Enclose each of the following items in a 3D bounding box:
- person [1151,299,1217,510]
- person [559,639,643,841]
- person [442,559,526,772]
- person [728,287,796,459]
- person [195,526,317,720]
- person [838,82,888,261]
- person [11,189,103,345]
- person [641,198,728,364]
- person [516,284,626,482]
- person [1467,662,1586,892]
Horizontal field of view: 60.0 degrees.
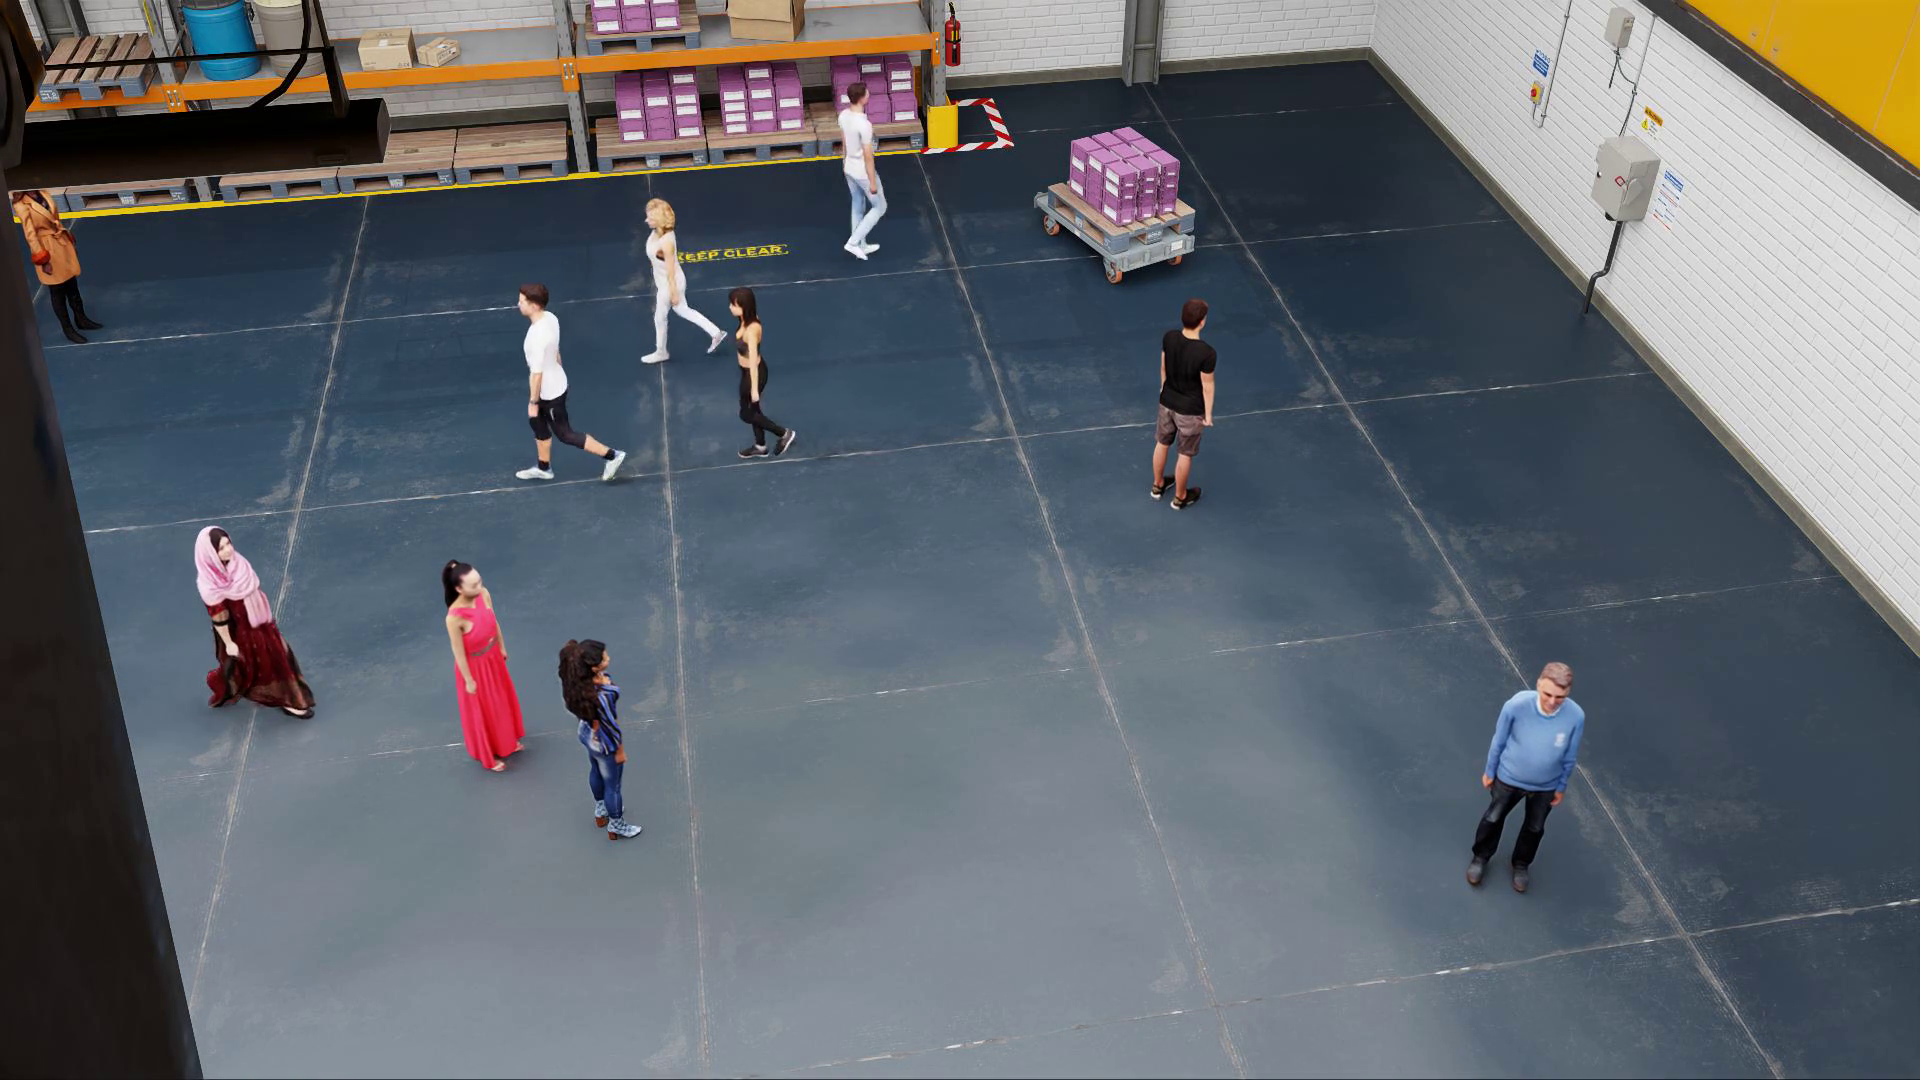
[{"bbox_3d":[1.747,-1.087,13.183,0.740,1.860,0.786,27,46,30],"label":"person"},{"bbox_3d":[-2.255,1.240,10.462,0.692,1.619,0.697,-24,44,-27],"label":"person"},{"bbox_3d":[-3.142,0.824,10.899,0.741,1.723,0.707,14,41,17],"label":"person"},{"bbox_3d":[-1.626,-1.347,13.692,0.708,1.631,0.577,-8,39,-10],"label":"person"},{"bbox_3d":[-4.943,0.584,11.289,1.121,1.612,0.948,11,40,14],"label":"person"},{"bbox_3d":[-1.040,-3.567,16.301,0.882,1.843,0.830,-26,45,-29],"label":"person"},{"bbox_3d":[-8.313,-2.628,15.224,0.708,1.720,0.750,5,39,7],"label":"person"},{"bbox_3d":[-2.519,-2.321,14.905,1.018,1.639,0.605,-6,39,-7],"label":"person"},{"bbox_3d":[-3.209,-1.215,13.375,1.165,1.820,0.718,-4,39,-5],"label":"person"},{"bbox_3d":[3.453,1.409,10.097,0.641,1.811,0.781,9,39,11],"label":"person"}]
